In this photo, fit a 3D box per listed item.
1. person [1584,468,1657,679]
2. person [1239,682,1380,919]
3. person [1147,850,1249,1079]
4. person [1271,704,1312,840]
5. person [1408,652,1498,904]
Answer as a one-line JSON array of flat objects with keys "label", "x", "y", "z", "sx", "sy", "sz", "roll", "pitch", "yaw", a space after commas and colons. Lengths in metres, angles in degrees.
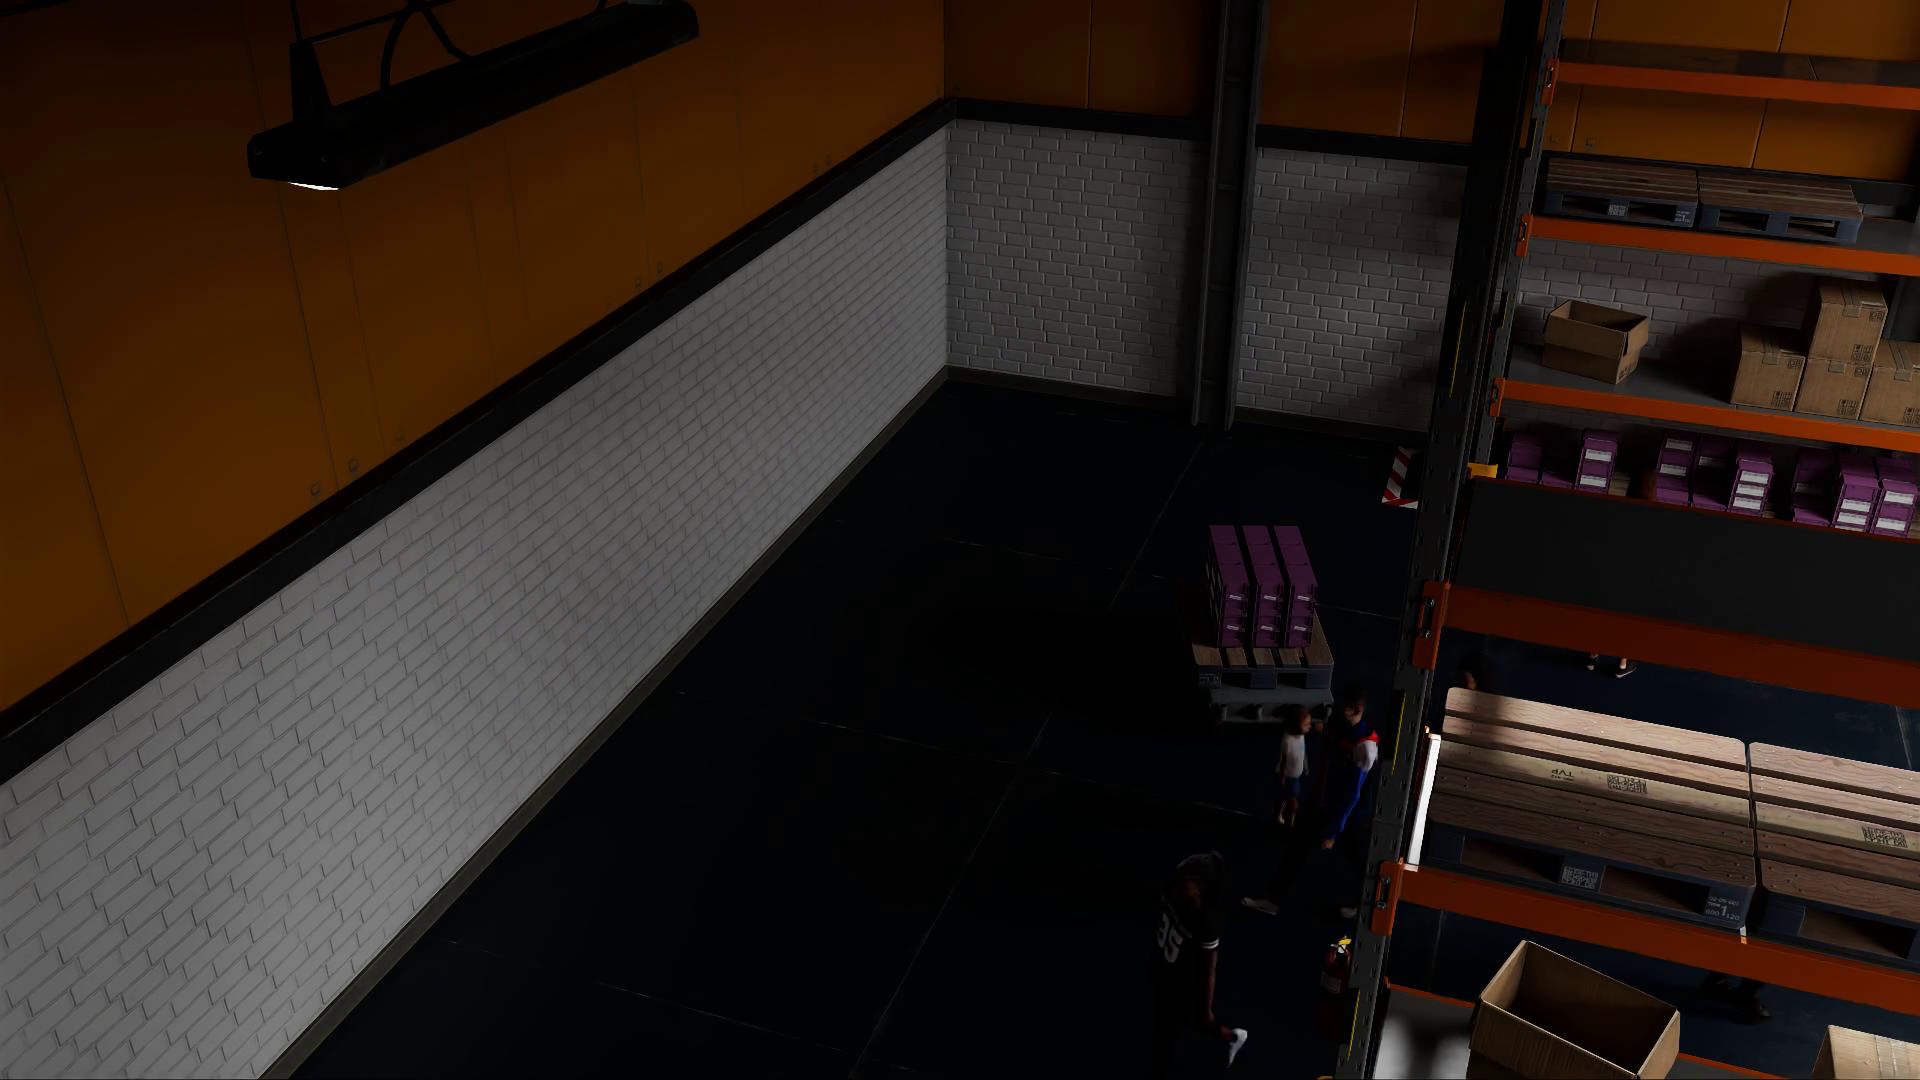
[{"label": "person", "x": 5.069, "y": 0.241, "z": 12.678, "sx": 0.541, "sy": 1.726, "sz": 0.684, "roll": 20, "pitch": 34, "yaw": 32}, {"label": "person", "x": 2.404, "y": 1.633, "z": 10.139, "sx": 1.201, "sy": 1.713, "sz": 1.091, "roll": -10, "pitch": 30, "yaw": -17}, {"label": "person", "x": 1.242, "y": 2.338, "z": 8.848, "sx": 1.133, "sy": 1.711, "sz": 1.037, "roll": -11, "pitch": 31, "yaw": -20}, {"label": "person", "x": 2.157, "y": 1.518, "z": 11.079, "sx": 0.549, "sy": 1.015, "sz": 0.483, "roll": 16, "pitch": 32, "yaw": 27}, {"label": "person", "x": 3.222, "y": 1.431, "z": 10.552, "sx": 1.093, "sy": 1.672, "sz": 1.133, "roll": -19, "pitch": 34, "yaw": -31}]
